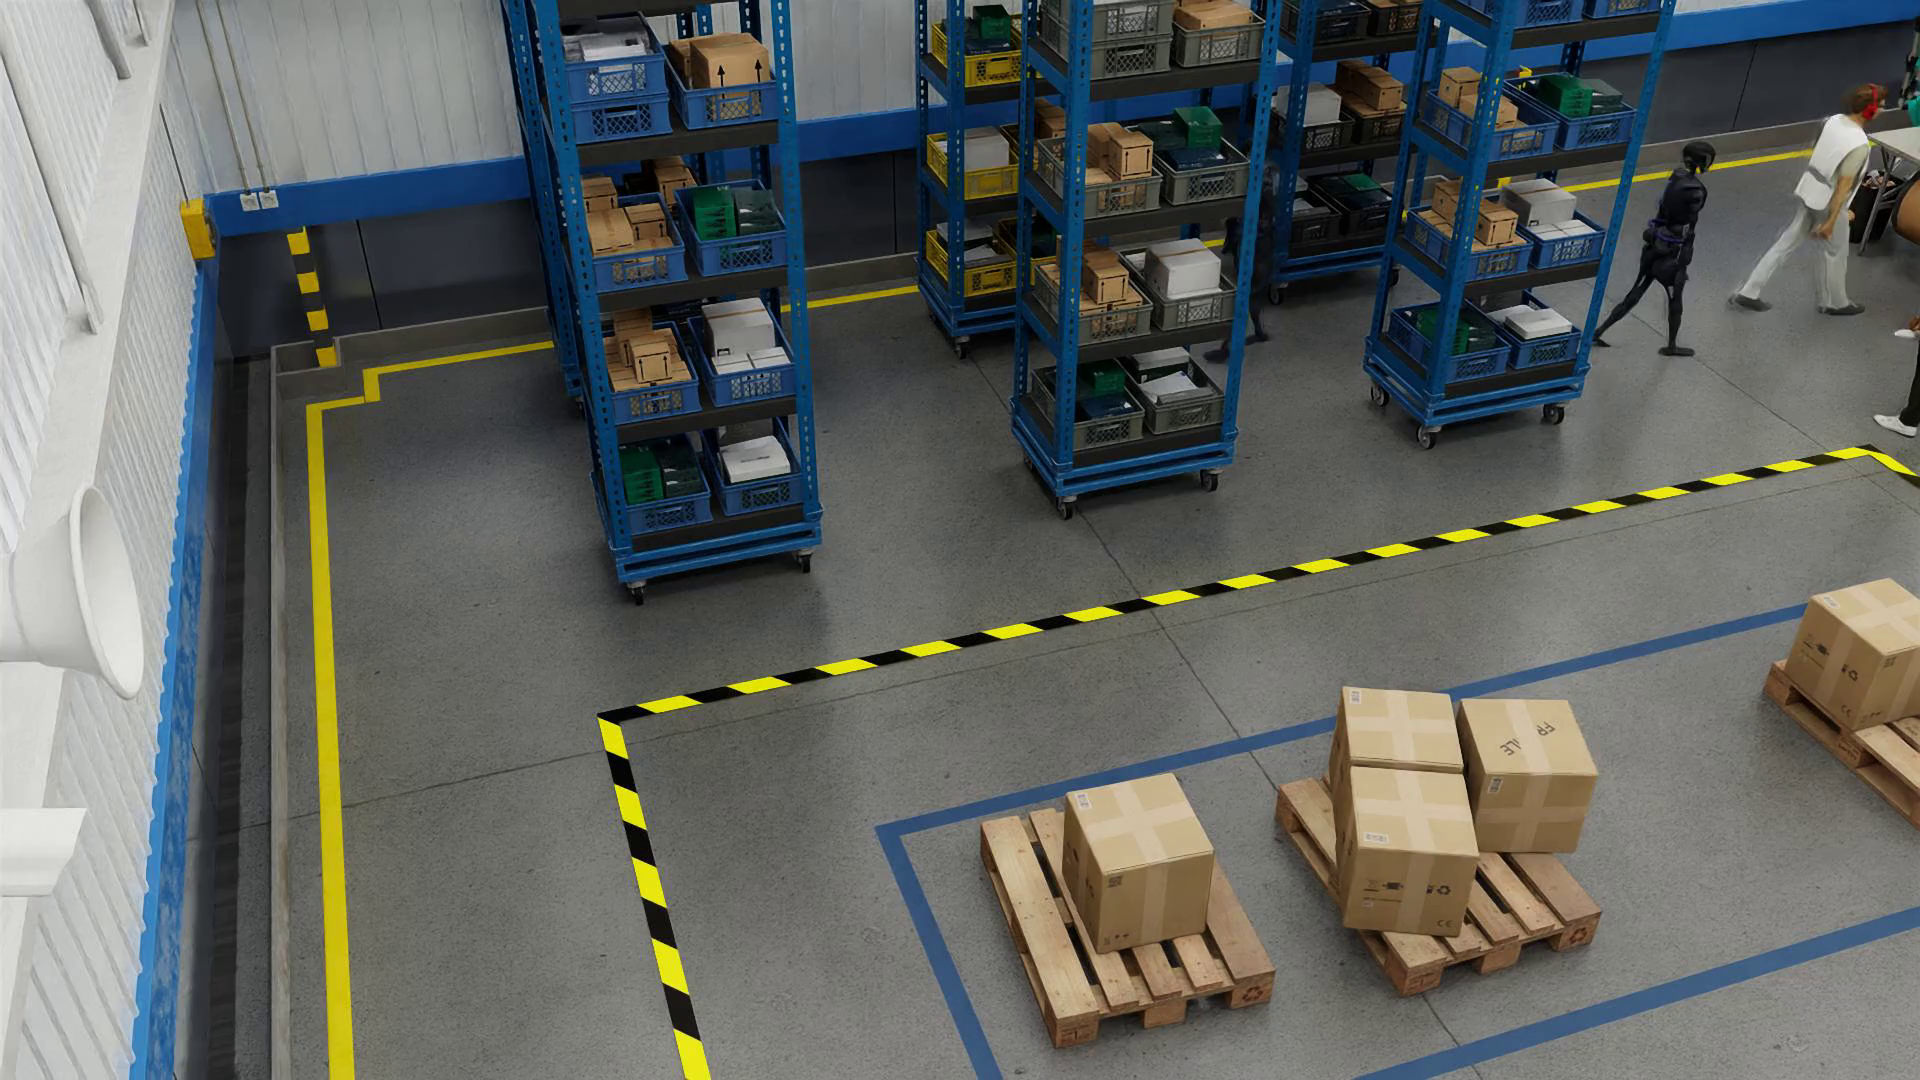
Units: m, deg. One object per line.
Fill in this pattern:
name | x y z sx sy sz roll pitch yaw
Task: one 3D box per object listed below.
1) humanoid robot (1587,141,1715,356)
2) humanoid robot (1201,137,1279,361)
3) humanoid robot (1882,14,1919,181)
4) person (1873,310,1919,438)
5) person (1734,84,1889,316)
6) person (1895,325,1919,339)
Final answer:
humanoid robot | 4.992 -2.059 11.807 0.780 1.641 0.614 0 35 0
humanoid robot | 2.003 -2.080 11.801 0.699 1.629 0.609 -12 37 -17
humanoid robot | 8.335 -3.771 14.117 0.896 1.742 0.550 -15 38 -21
person | 6.477 -1.533 10.859 0.586 1.848 0.393 -12 37 -17
person | 6.394 -2.486 12.253 0.963 1.800 0.565 -2 35 -3
person | 7.324 -2.134 11.820 0.650 1.721 0.483 8 36 11
